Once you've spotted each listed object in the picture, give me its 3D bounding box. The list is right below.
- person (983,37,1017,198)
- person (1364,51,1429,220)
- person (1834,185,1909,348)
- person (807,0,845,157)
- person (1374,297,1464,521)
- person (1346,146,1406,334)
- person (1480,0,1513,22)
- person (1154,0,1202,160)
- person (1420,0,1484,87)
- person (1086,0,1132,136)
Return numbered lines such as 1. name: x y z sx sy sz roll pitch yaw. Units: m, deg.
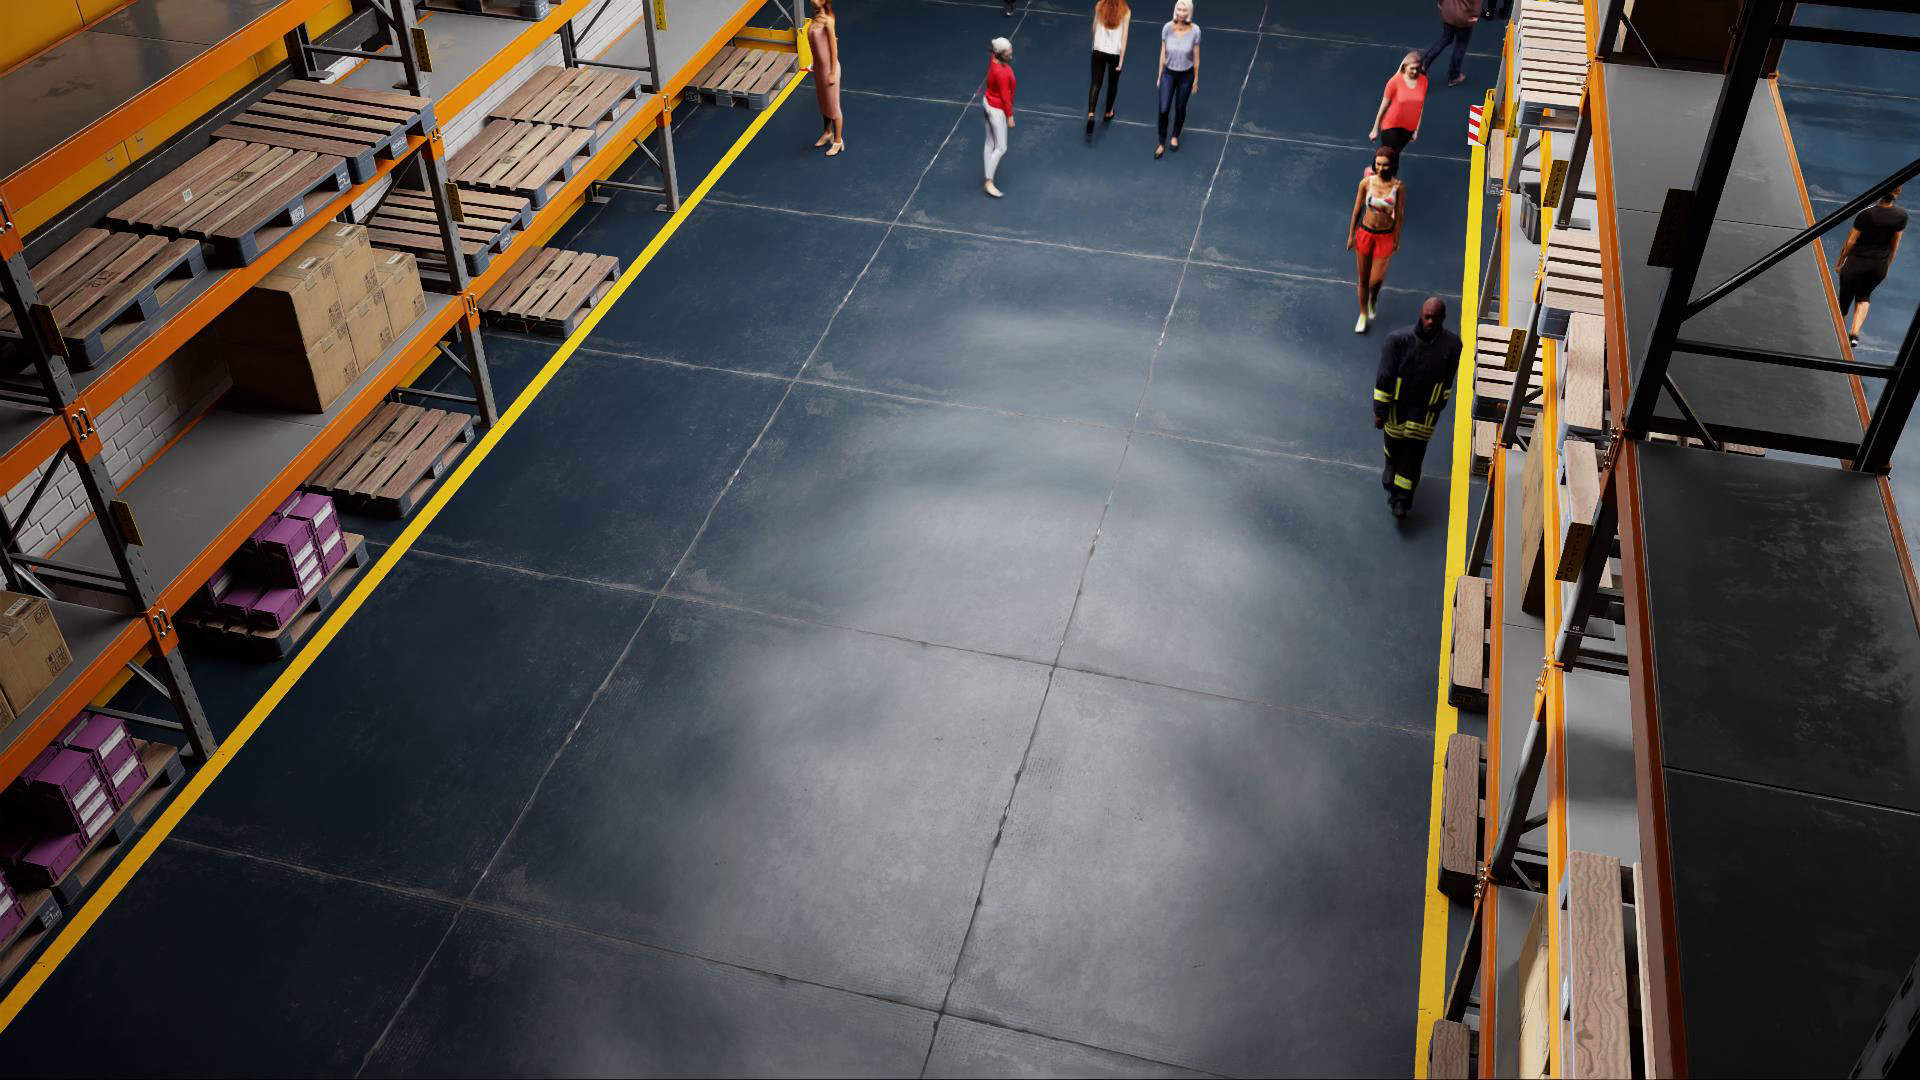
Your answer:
1. person: 0.342 -4.388 17.019 0.856 1.668 0.706 -19 43 -23
2. person: 4.354 -4.146 16.735 1.072 1.644 1.260 -10 40 -13
3. person: 7.903 -2.350 14.476 0.619 1.657 0.671 6 39 7
4. person: -1.404 -4.994 17.646 0.719 1.832 0.656 -19 42 -23
5. person: 3.473 -1.121 12.842 0.744 1.774 1.140 10 40 13
6. person: 3.719 -2.719 14.838 0.634 1.781 0.679 13 40 16
7. person: 6.817 -7.326 20.682 0.683 1.688 0.685 -7 39 -9
8. person: 2.337 -4.977 17.728 0.607 1.703 0.767 8 39 10
9. person: 5.635 -6.027 18.940 1.147 1.831 1.064 -24 45 -27
10. person: 1.588 -5.241 18.067 0.602 1.692 1.025 11 40 13
